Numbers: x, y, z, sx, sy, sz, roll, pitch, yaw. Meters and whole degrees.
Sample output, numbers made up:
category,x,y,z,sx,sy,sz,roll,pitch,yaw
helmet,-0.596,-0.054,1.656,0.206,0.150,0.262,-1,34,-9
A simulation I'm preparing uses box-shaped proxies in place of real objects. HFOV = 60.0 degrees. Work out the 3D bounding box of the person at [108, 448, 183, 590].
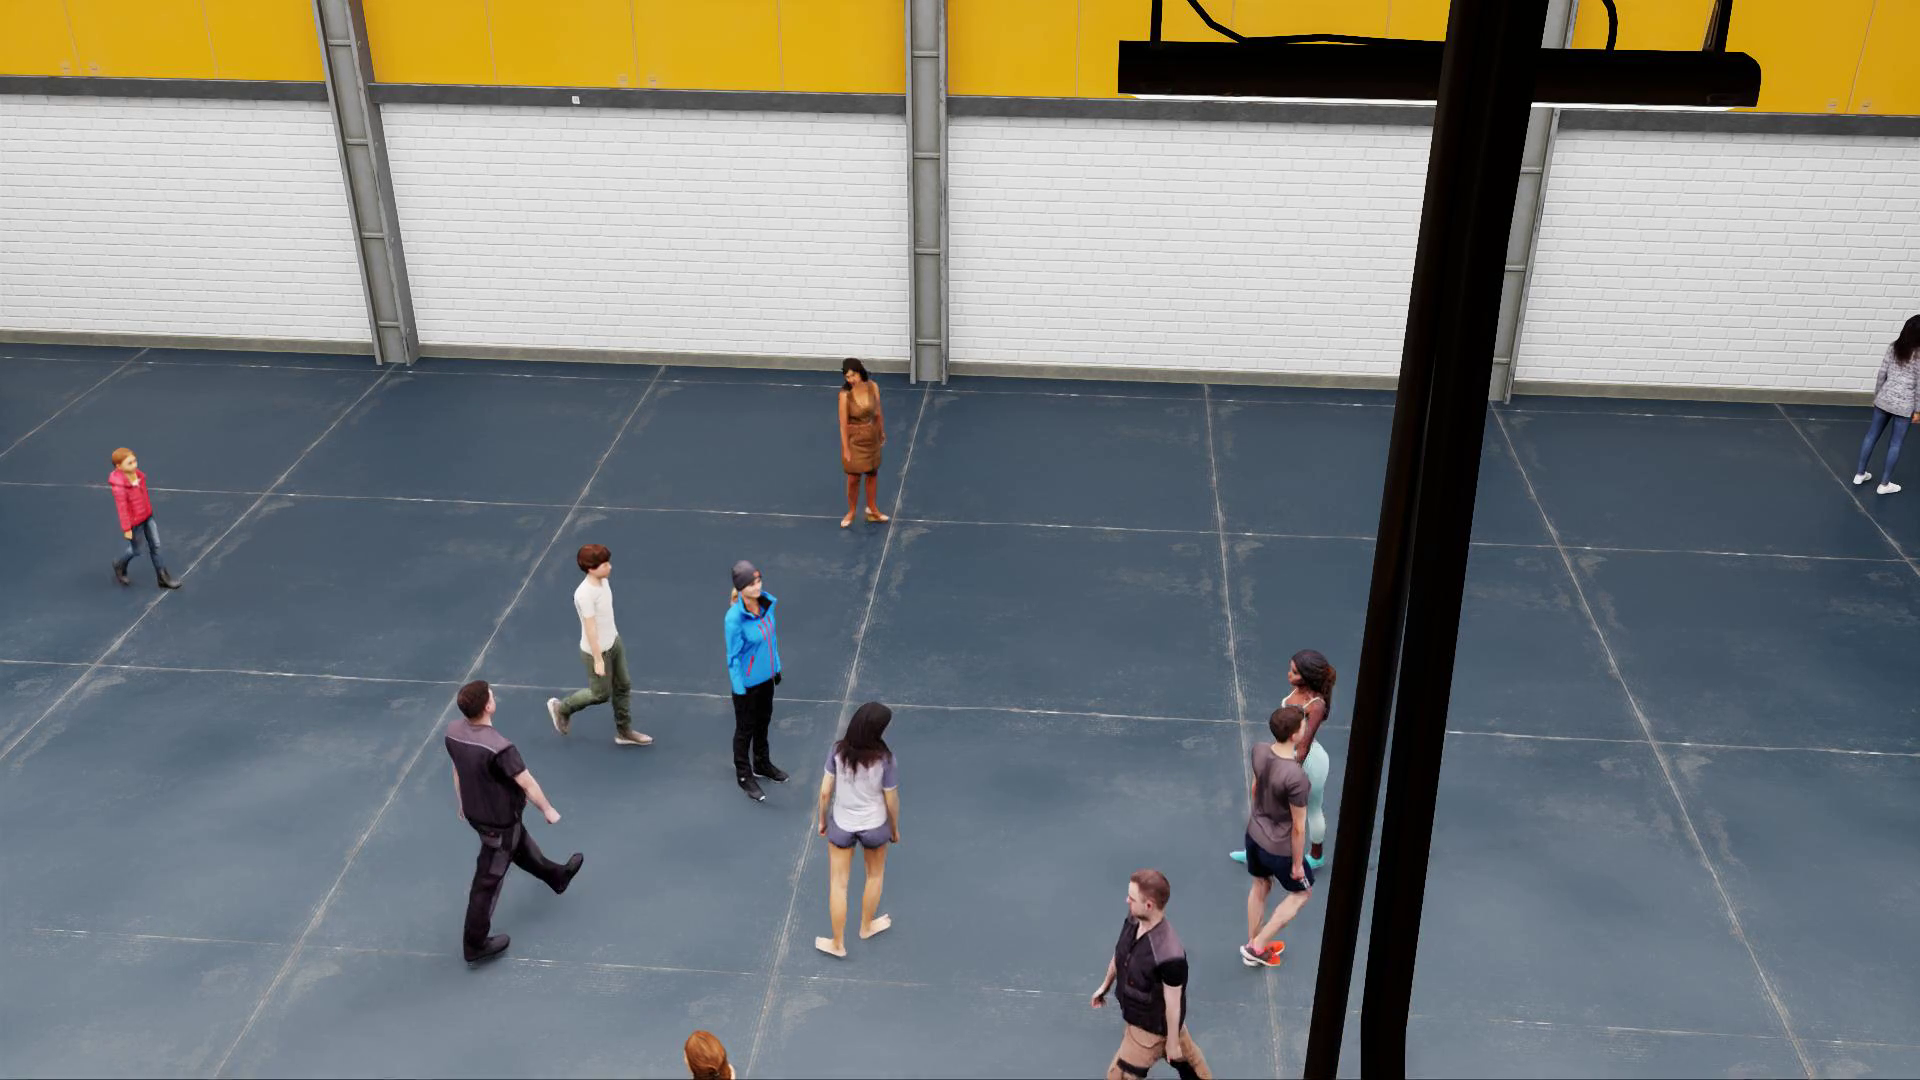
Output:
category,x,y,z,sx,sy,sz,roll,pitch,yaw
person,-6.944,-0.172,13.930,0.868,1.304,0.627,8,30,14

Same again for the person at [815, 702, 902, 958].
category,x,y,z,sx,sy,sz,roll,pitch,yaw
person,-0.626,1.739,10.001,0.557,1.712,0.746,-2,29,-4

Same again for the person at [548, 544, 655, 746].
category,x,y,z,sx,sy,sz,roll,pitch,yaw
person,-2.627,0.776,11.844,1.012,1.637,0.669,6,29,11

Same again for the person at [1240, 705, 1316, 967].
category,x,y,z,sx,sy,sz,roll,pitch,yaw
person,1.784,1.794,9.760,0.832,1.845,0.796,-15,32,-25

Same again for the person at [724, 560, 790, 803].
category,x,y,z,sx,sy,sz,roll,pitch,yaw
person,-1.420,0.941,11.375,0.691,1.797,0.694,18,33,30

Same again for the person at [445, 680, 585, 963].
category,x,y,z,sx,sy,sz,roll,pitch,yaw
person,-2.855,1.725,9.943,1.256,1.792,1.247,25,37,38

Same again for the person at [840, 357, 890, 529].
category,x,y,z,sx,sy,sz,roll,pitch,yaw
person,-0.862,-0.875,14.834,0.740,1.673,0.685,20,35,32

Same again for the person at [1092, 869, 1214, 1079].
category,x,y,z,sx,sy,sz,roll,pitch,yaw
person,1.098,2.449,8.634,1.311,1.774,0.919,-6,29,-11

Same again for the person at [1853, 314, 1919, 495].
category,x,y,z,sx,sy,sz,roll,pitch,yaw
person,8.738,-1.285,15.524,0.707,1.732,0.690,-15,32,-25

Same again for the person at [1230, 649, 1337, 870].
category,x,y,z,sx,sy,sz,roll,pitch,yaw
person,2.258,1.431,10.573,0.884,1.704,0.672,-4,29,-7

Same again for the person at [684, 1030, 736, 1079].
category,x,y,z,sx,sy,sz,roll,pitch,yaw
person,-1.164,2.953,7.867,0.694,1.624,0.671,16,33,27
